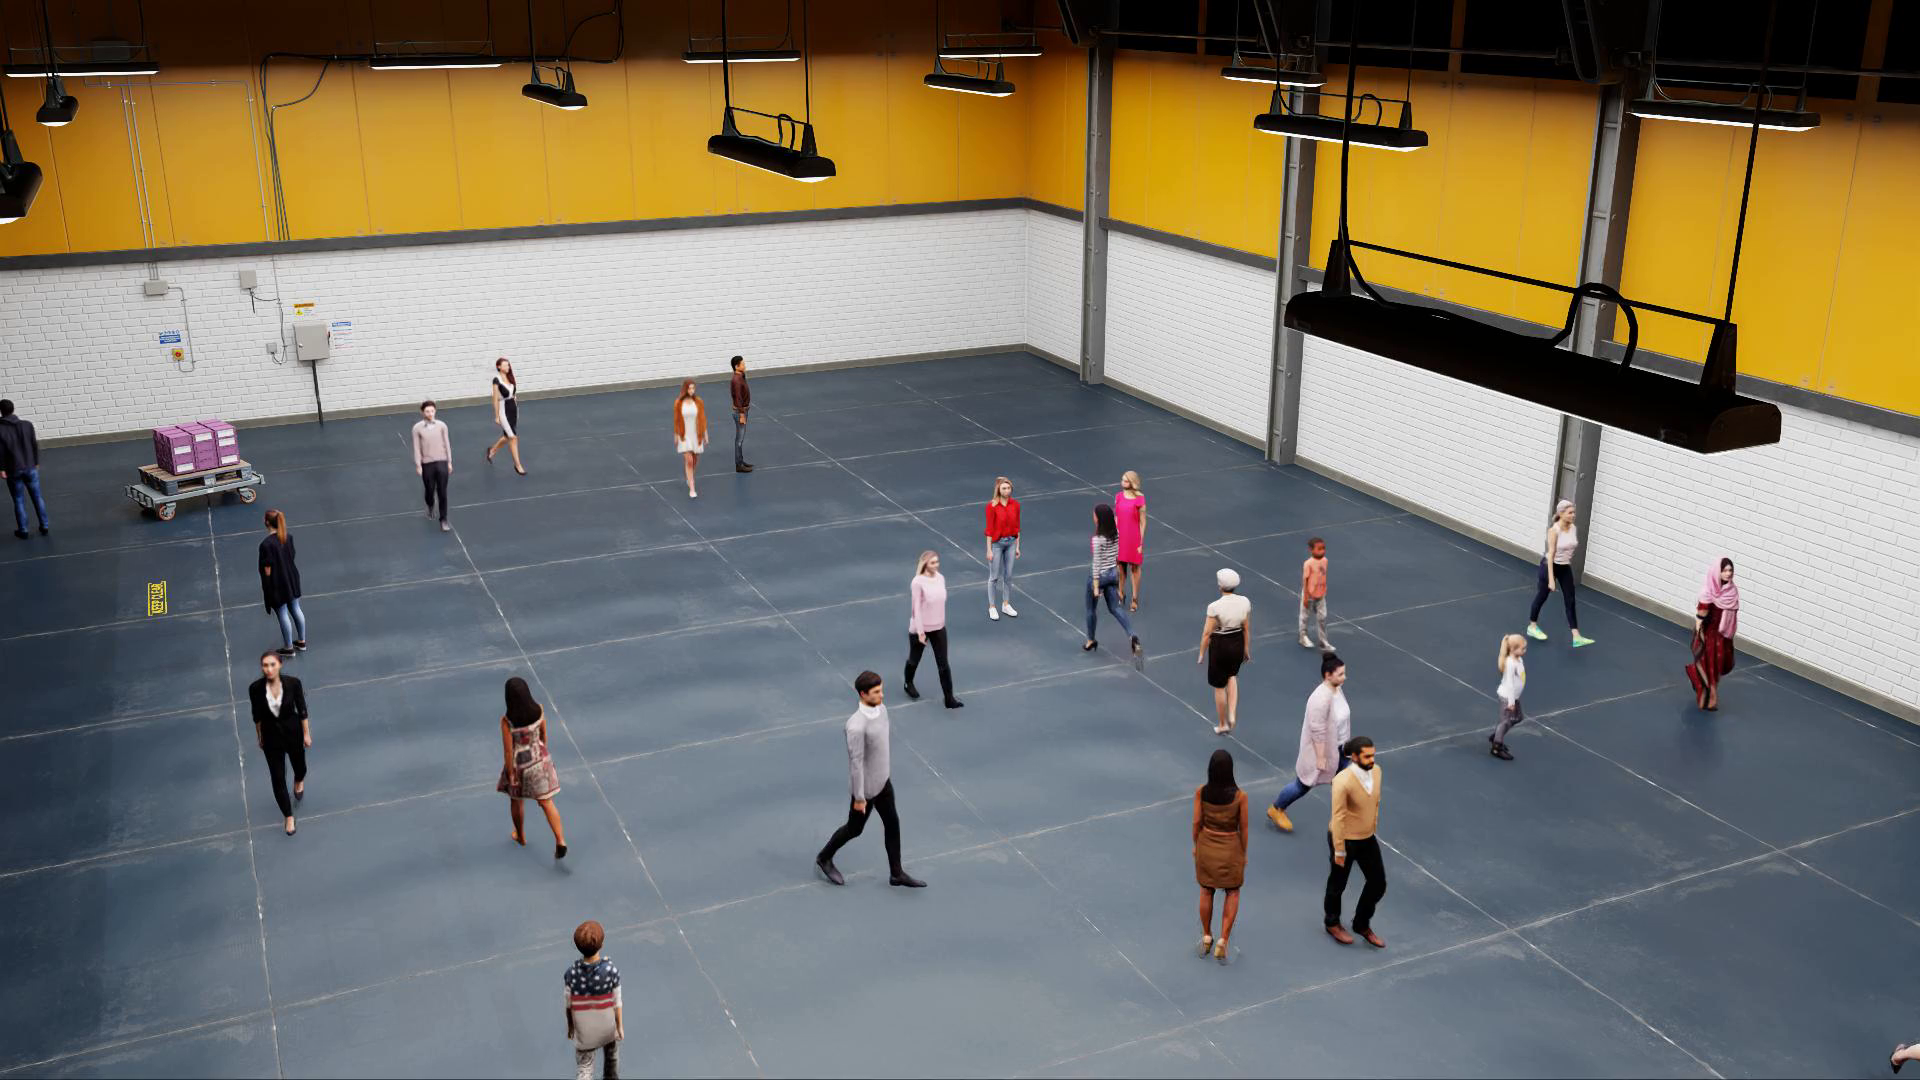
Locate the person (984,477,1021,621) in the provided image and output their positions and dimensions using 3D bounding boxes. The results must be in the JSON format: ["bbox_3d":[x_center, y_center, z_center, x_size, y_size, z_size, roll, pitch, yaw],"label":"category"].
[{"bbox_3d":[0.493,0.078,19.413,0.614,1.705,0.497,-9,21,-25],"label":"person"}]

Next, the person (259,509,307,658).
[{"bbox_3d":[-7.458,0.460,18.314,0.762,1.683,0.719,9,20,24],"label":"person"}]

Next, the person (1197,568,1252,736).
[{"bbox_3d":[2.632,1.141,16.196,0.684,1.744,0.658,-6,20,-18],"label":"person"}]

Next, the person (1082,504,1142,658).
[{"bbox_3d":[1.642,0.492,18.089,0.825,1.764,1.155,-15,24,-37],"label":"person"}]

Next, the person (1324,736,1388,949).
[{"bbox_3d":[2.977,2.280,12.819,0.727,1.740,0.752,-11,21,-29],"label":"person"}]

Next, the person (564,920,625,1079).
[{"bbox_3d":[-2.365,3.147,10.752,0.716,1.416,0.994,-2,19,-7],"label":"person"}]

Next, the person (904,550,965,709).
[{"bbox_3d":[-0.396,0.905,17.056,0.730,1.642,1.143,-13,22,-33],"label":"person"}]

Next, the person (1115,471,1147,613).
[{"bbox_3d":[2.006,-0.010,19.641,0.618,1.726,0.717,13,23,35],"label":"person"}]

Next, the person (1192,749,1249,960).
[{"bbox_3d":[1.957,2.394,12.569,0.754,1.683,0.813,8,20,21],"label":"person"}]

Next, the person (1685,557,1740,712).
[{"bbox_3d":[7.659,0.931,17.005,0.723,1.625,0.837,-4,19,-13],"label":"person"}]

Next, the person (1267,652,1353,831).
[{"bbox_3d":[3.052,1.783,14.351,1.230,1.705,1.038,13,22,33],"label":"person"}]

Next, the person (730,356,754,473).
[{"bbox_3d":[-3.343,-1.926,25.242,0.770,1.782,0.599,-1,19,-4],"label":"person"}]

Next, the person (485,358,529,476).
[{"bbox_3d":[-6.885,-1.860,25.060,1.111,1.774,0.992,9,21,25],"label":"person"}]

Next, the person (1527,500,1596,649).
[{"bbox_3d":[6.609,0.350,18.658,0.665,1.671,1.071,-10,21,-27],"label":"person"}]

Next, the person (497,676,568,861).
[{"bbox_3d":[-3.599,1.938,14.025,0.788,1.619,1.137,-14,23,-36],"label":"person"}]

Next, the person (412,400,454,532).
[{"bbox_3d":[-7.146,-1.039,22.584,0.619,1.797,0.809,-9,21,-25],"label":"person"}]

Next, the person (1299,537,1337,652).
[{"bbox_3d":[3.911,0.579,18.571,0.537,1.293,0.778,-7,20,-20],"label":"person"}]

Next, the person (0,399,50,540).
[{"bbox_3d":[-12.533,-0.960,22.215,0.702,1.883,0.741,17,25,41],"label":"person"}]

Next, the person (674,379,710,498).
[{"bbox_3d":[-3.929,-1.513,24.170,0.701,1.683,1.122,-7,20,-19],"label":"person"}]

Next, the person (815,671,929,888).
[{"bbox_3d":[-0.822,1.944,13.529,1.330,1.923,1.229,9,20,24],"label":"person"}]

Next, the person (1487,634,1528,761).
[{"bbox_3d":[5.198,1.481,15.928,0.658,1.269,0.607,10,21,27],"label":"person"}]

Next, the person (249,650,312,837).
[{"bbox_3d":[-5.946,1.720,14.657,0.645,1.628,1.074,-7,20,-20],"label":"person"}]
